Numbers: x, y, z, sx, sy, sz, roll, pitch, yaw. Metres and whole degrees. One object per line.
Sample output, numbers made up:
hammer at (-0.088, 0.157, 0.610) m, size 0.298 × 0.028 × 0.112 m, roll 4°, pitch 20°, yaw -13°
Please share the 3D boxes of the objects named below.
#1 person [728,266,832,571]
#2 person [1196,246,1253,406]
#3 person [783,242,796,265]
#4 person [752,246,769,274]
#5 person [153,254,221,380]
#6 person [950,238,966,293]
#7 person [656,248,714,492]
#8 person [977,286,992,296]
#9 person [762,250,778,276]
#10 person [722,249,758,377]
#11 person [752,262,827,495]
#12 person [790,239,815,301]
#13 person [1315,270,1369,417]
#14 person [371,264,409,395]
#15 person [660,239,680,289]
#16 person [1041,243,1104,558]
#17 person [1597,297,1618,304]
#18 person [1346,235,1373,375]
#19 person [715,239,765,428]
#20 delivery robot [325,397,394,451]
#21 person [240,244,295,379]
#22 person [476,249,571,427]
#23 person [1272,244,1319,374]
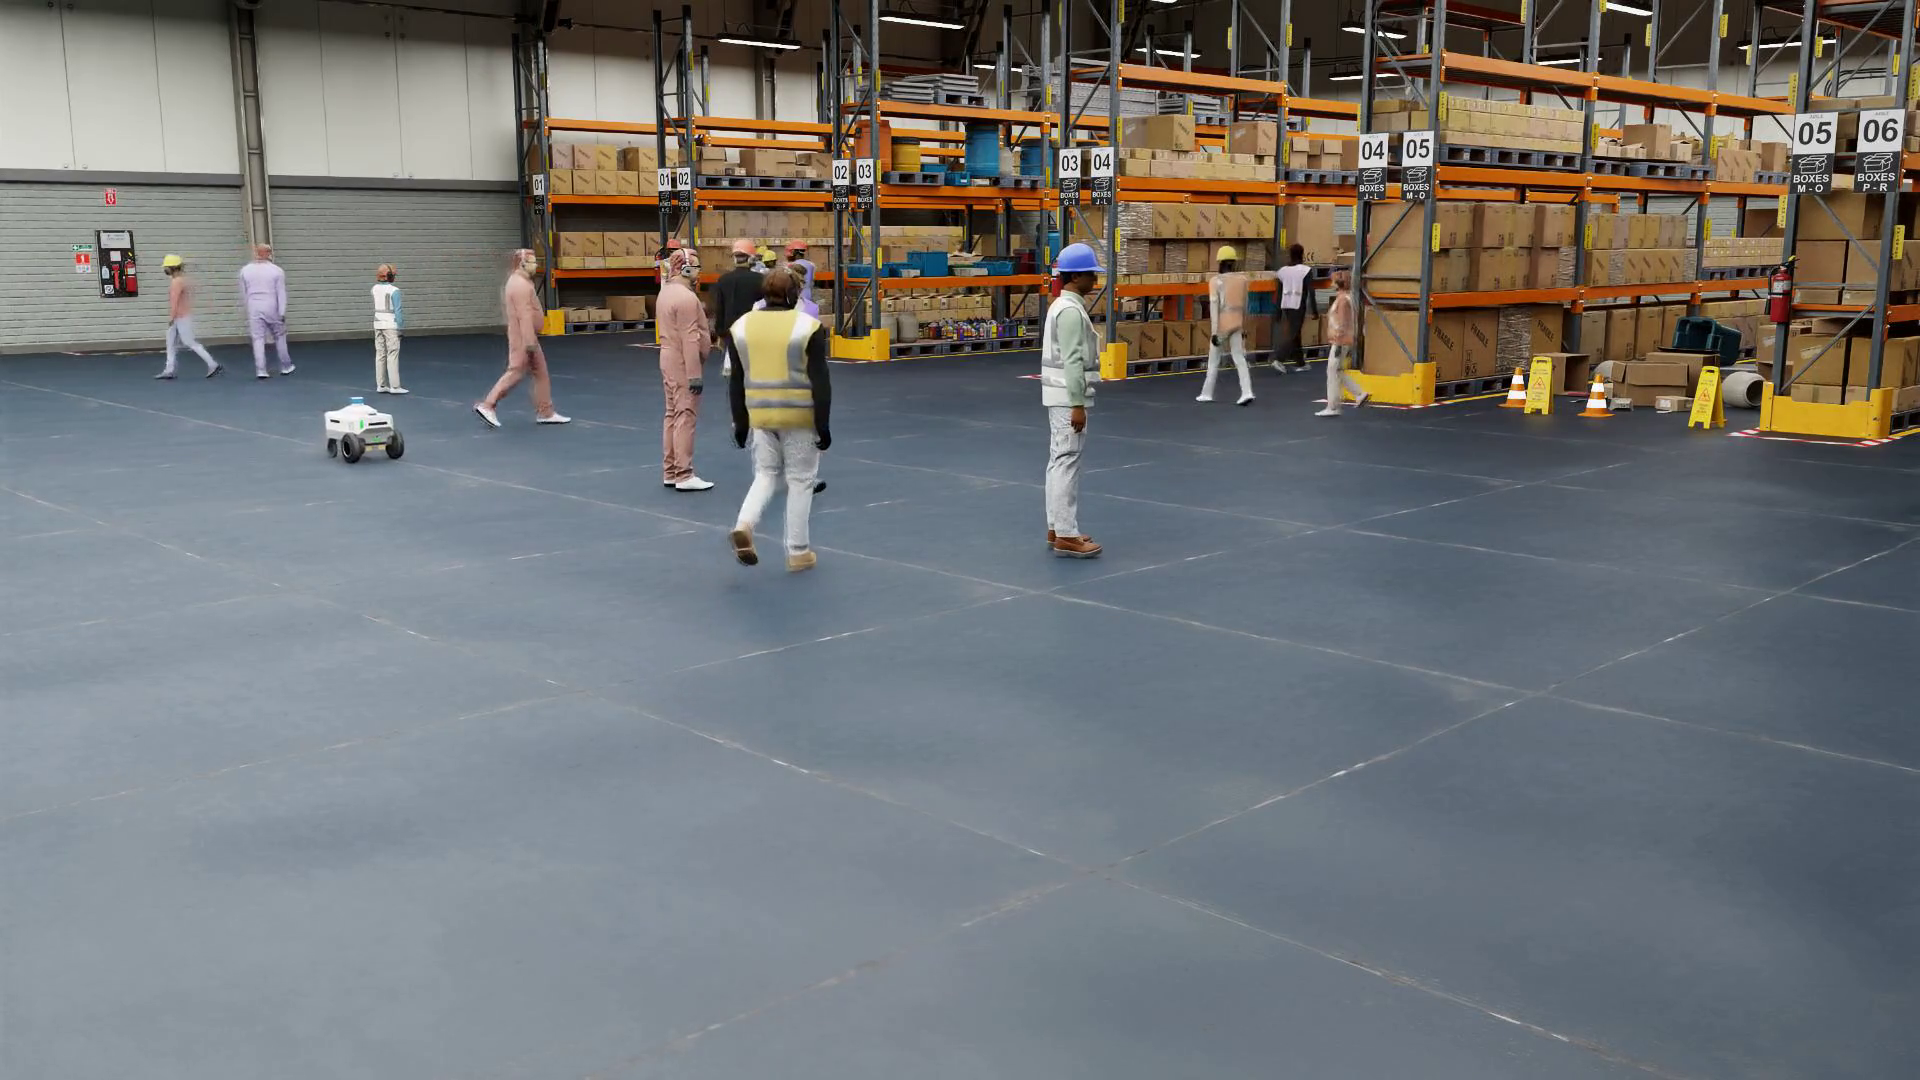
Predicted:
person at (-1.071, -0.702, 9.851) m, size 0.631 × 1.826 × 0.604 m, roll 4°, pitch 11°, yaw 22°
person at (3.198, -2.542, 19.772) m, size 0.599 × 1.886 × 1.011 m, roll -5°, pitch 12°, yaw -25°
person at (-2.716, -4.027, 27.804) m, size 0.724 × 1.894 × 0.551 m, roll -8°, pitch 13°, yaw -38°
person at (-3.556, -4.372, 29.899) m, size 0.435 × 1.818 × 0.585 m, roll -8°, pitch 13°, yaw -38°
person at (-10.884, -3.129, 23.314) m, size 0.823 × 1.739 × 0.521 m, roll -5°, pitch 12°, yaw -28°
person at (0.014, -6.144, 39.239) m, size 0.654 × 1.927 × 0.425 m, roll 10°, pitch 14°, yaw 42°
person at (-2.172, -1.349, 13.191) m, size 0.399 × 1.899 × 0.635 m, roll -4°, pitch 11°, yaw -23°
person at (0.719, -5.952, 38.503) m, size 0.584 × 1.813 × 0.704 m, roll 9°, pitch 13°, yaw 39°
person at (-3.028, -3.757, 26.676) m, size 0.316 × 1.765 × 0.523 m, roll -9°, pitch 14°, yaw -40°
person at (-3.018, -3.237, 23.648) m, size 0.589 × 1.834 × 0.986 m, roll 10°, pitch 14°, yaw 43°
person at (-1.355, -1.231, 12.825) m, size 0.624 × 1.787 × 0.959 m, roll -5°, pitch 11°, yaw -24°
person at (-2.577, -3.861, 26.761) m, size 0.355 × 1.939 × 0.544 m, roll 7°, pitch 13°, yaw 34°
person at (4.244, -2.171, 18.413) m, size 0.494 × 1.623 × 0.518 m, roll 2°, pitch 11°, yaw 10°
person at (-7.250, -2.666, 21.085) m, size 0.517 × 1.635 × 0.313 m, roll 6°, pitch 12°, yaw 31°
person at (-5.041, -4.335, 29.348) m, size 0.550 × 1.935 × 0.375 m, roll -6°, pitch 12°, yaw -32°
person at (0.705, -0.884, 10.499) m, size 0.389 × 1.949 × 0.604 m, roll -1°, pitch 10°, yaw -3°
person at (12.247, -4.715, 31.435) m, size 0.371 × 1.933 × 0.627 m, roll -4°, pitch 11°, yaw -21°
person at (5.380, -3.066, 22.291) m, size 0.446 × 2.001 × 0.688 m, roll 5°, pitch 12°, yaw 27°
person at (-2.211, -2.189, 17.622) m, size 0.641 × 1.947 × 0.989 m, roll 5°, pitch 12°, yaw 27°
delivery robot at (-5.446, -1.050, 15.068) m, size 0.707 × 0.478 × 0.477 m, roll 10°, pitch 14°, yaw 42°
person at (-9.827, -3.251, 23.649) m, size 0.642 × 1.862 × 0.934 m, roll -1°, pitch 10°, yaw -3°
person at (-4.673, -2.138, 17.577) m, size 0.937 × 1.871 × 0.654 m, roll -3°, pitch 11°, yaw -15°
person at (4.905, -3.408, 24.462) m, size 0.943 × 1.882 × 0.589 m, roll -8°, pitch 13°, yaw -37°
